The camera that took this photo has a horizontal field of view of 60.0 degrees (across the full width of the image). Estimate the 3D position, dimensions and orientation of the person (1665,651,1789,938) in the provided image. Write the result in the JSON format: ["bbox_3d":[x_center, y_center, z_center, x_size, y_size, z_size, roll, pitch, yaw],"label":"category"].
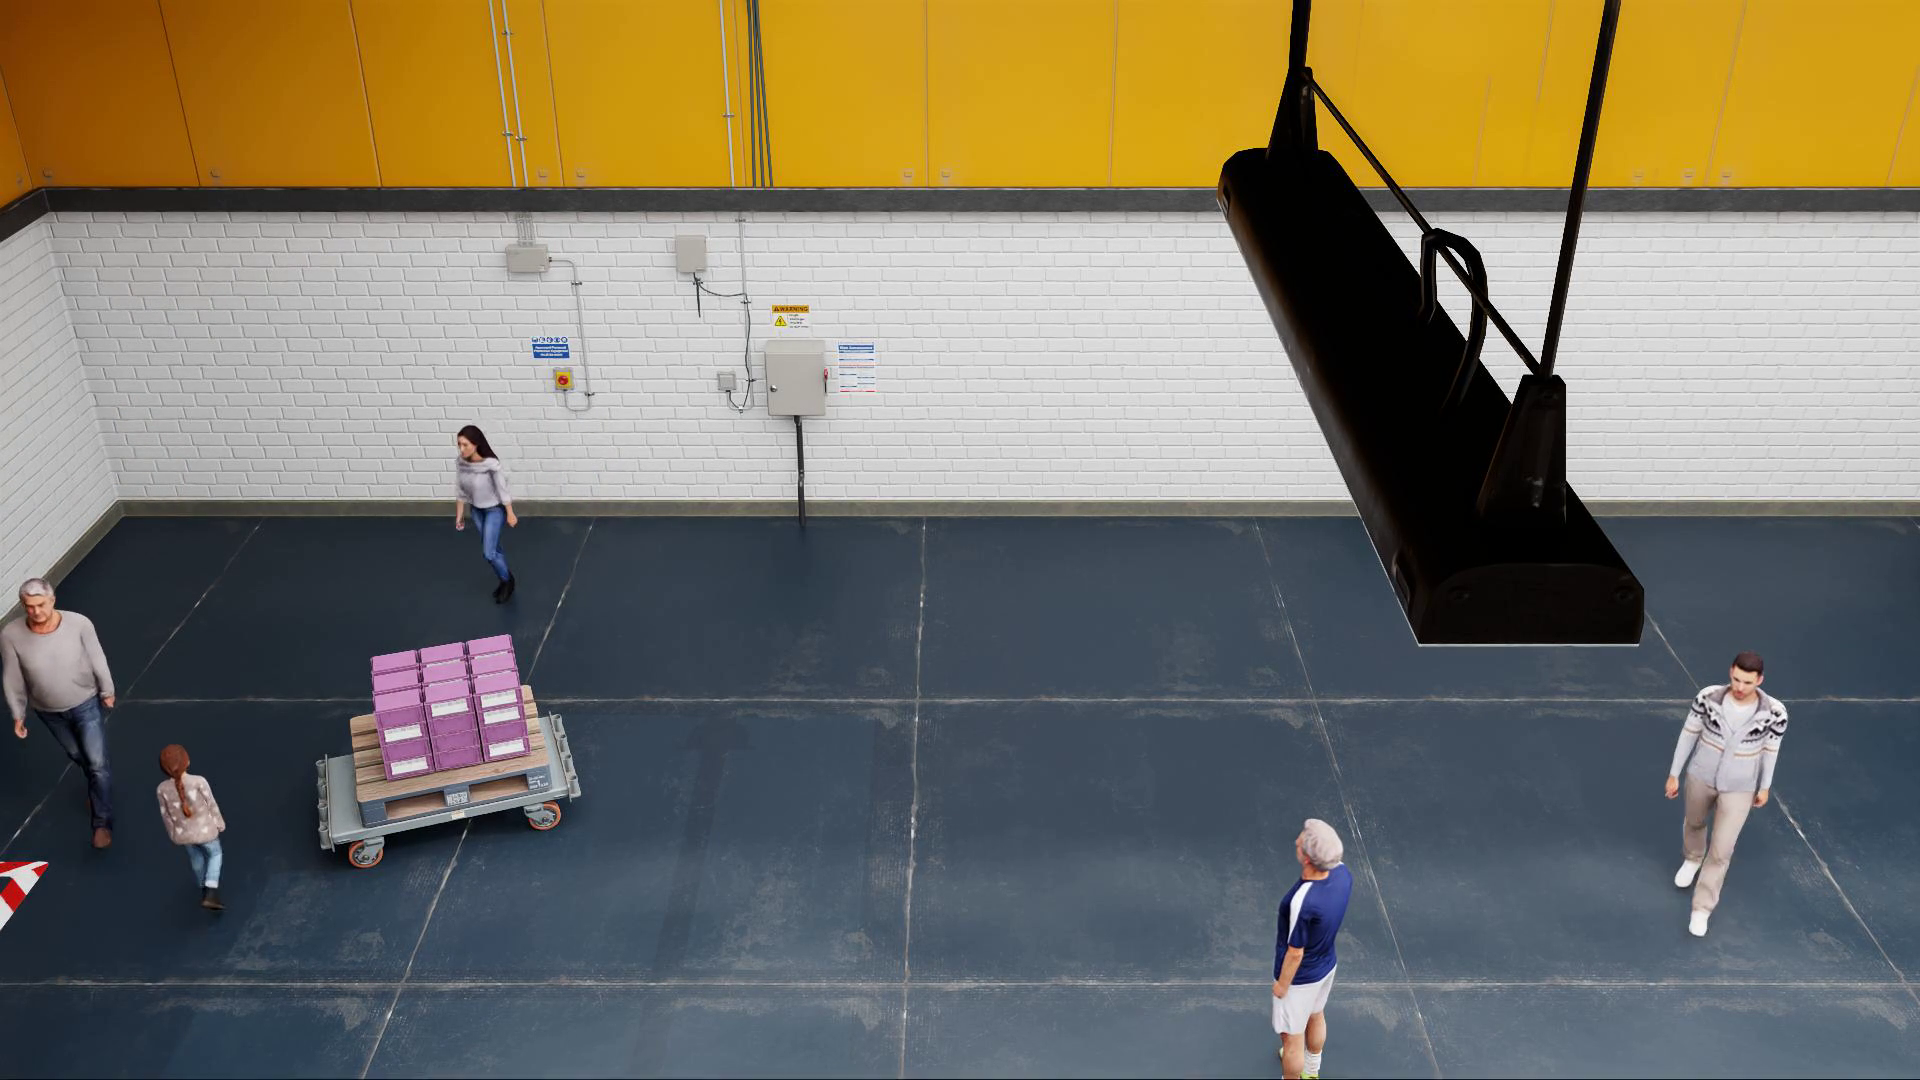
[{"bbox_3d":[4.701,1.429,10.219,1.079,1.820,1.213,18,34,30],"label":"person"}]

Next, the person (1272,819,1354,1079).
[{"bbox_3d":[1.816,2.227,8.735,0.782,1.839,0.704,22,36,34],"label":"person"}]

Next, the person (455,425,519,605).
[{"bbox_3d":[-3.783,-0.258,13.535,0.738,1.605,0.780,16,33,27],"label":"person"}]

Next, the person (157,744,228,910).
[{"bbox_3d":[-4.707,1.792,10.216,0.553,1.185,0.697,-5,29,-9],"label":"person"}]

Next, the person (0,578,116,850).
[{"bbox_3d":[-5.844,1.041,10.902,0.936,1.847,1.288,-7,29,-13],"label":"person"}]
